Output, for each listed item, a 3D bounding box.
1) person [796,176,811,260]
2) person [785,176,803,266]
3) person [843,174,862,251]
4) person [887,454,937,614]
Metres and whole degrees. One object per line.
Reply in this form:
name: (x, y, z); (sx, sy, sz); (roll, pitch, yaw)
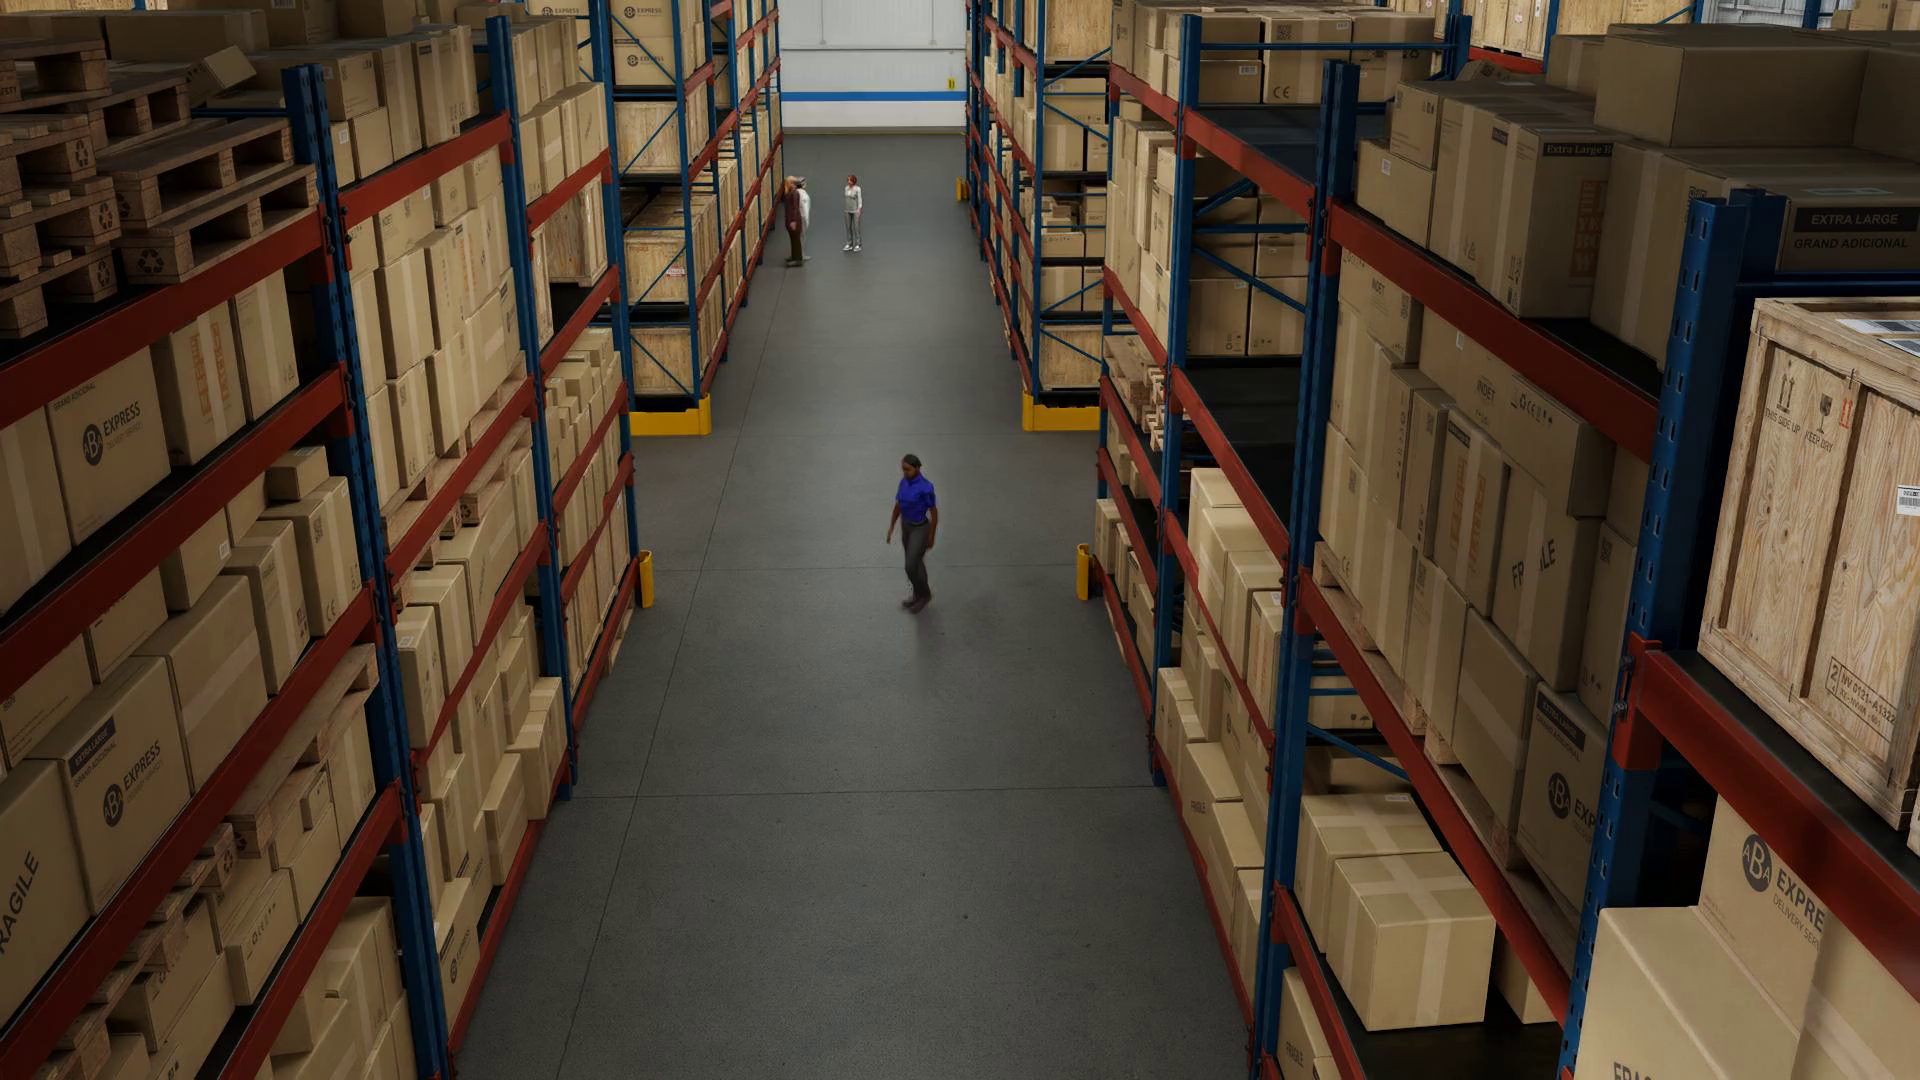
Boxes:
person: (-3.285, -6.674, 34.463); (0.374, 1.693, 0.501); (-12, 24, -29)
person: (-3.409, -6.522, 33.918); (0.357, 1.788, 0.692); (-4, 21, -11)
person: (-2.294, -6.974, 35.420); (0.409, 1.603, 0.324); (10, 23, 26)
person: (-0.467, -0.076, 16.794); (0.452, 1.650, 0.484); (-16, 26, -36)
